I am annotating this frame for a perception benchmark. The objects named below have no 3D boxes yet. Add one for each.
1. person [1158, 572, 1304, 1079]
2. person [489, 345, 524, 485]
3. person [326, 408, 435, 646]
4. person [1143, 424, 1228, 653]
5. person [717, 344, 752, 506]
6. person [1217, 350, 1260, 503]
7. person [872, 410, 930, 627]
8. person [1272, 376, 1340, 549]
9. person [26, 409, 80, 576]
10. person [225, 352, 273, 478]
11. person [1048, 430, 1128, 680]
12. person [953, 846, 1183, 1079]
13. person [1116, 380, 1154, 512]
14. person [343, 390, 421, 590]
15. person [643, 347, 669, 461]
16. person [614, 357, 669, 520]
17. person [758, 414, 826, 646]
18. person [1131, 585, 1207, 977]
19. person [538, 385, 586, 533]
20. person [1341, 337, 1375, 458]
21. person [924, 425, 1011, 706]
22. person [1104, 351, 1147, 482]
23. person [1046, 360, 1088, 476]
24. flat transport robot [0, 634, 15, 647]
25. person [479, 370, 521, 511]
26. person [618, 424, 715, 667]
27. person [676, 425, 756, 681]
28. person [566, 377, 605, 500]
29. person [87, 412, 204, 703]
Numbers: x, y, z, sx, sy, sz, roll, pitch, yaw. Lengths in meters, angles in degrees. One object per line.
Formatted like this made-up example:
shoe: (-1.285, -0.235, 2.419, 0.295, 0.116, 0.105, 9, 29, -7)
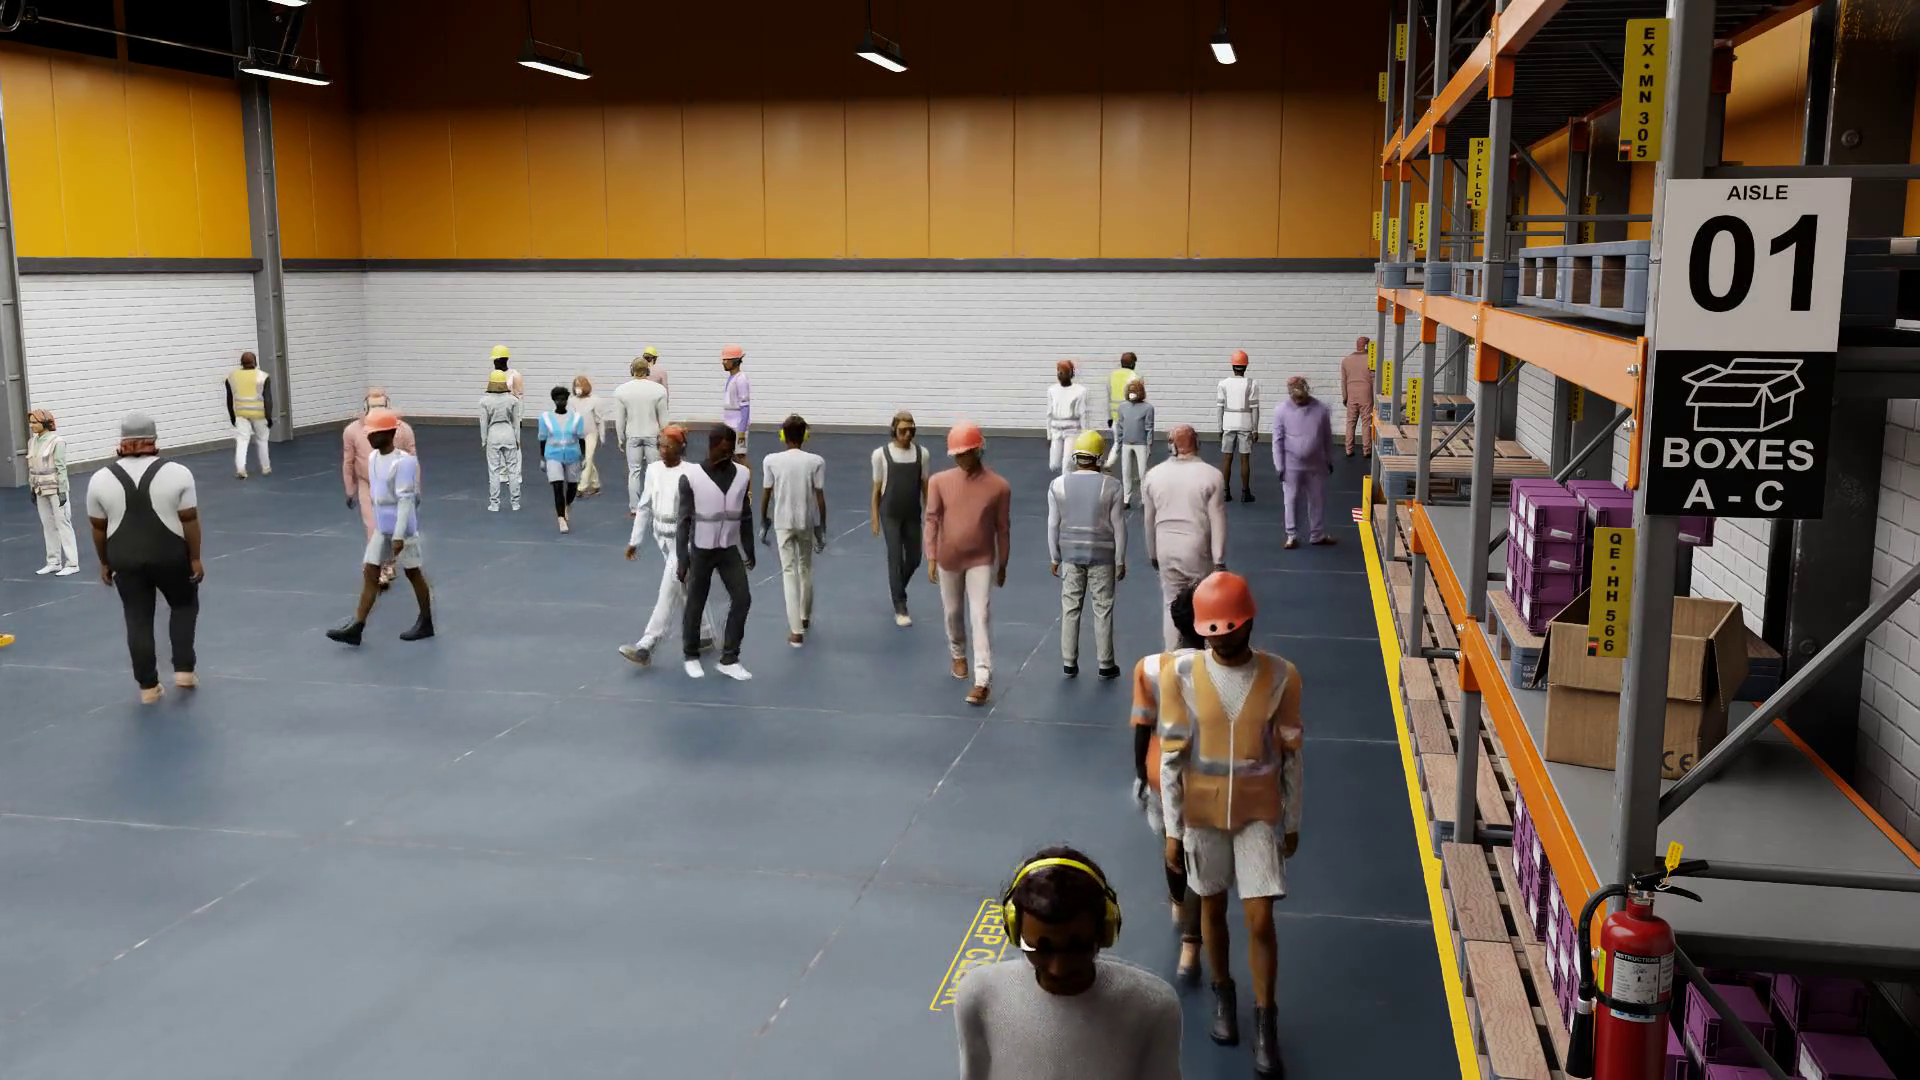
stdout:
person: (1.018, 1.057, 6.272, 0.557, 1.893, 0.753, 1, 10, 7)
person: (-6.261, -1.710, 22.858, 0.595, 1.925, 0.372, 5, 11, 28)
person: (-4.586, -0.085, 13.161, 0.574, 1.891, 0.949, 7, 12, 36)
person: (1.698, 0.092, 12.169, 0.684, 1.868, 0.621, 6, 11, 32)
person: (-2.821, -1.425, 20.791, 0.383, 2.041, 0.616, -4, 10, -22)
person: (3.552, -1.445, 21.213, 0.548, 1.942, 0.343, 4, 10, 24)
person: (-0.516, -0.212, 14.168, 0.514, 1.824, 0.705, -3, 10, -19)
person: (3.733, -0.818, 17.700, 0.842, 1.862, 0.402, -2, 10, -11)
person: (-8.879, -0.462, 16.238, 0.519, 1.633, 0.312, 5, 11, 27)
person: (-10.142, -1.789, 23.748, 0.638, 1.799, 0.980, -1, 10, -8)
person: (0.940, 0.112, 12.159, 0.588, 1.835, 0.403, 3, 10, 18)
person: (0.256, 1.531, 3.599, 0.555, 1.839, 0.573, 0, 9, -1)
person: (2.145, -1.151, 20.412, 0.497, 1.626, 0.287, 6, 11, 31)
person: (-5.436, -0.484, 15.685, 0.669, 1.851, 0.989, -4, 10, -25)
person: (-4.762, -2.103, 25.732, 0.522, 1.761, 0.327, -1, 9, -5)
person: (-3.766, -1.196, 19.743, 0.628, 1.935, 0.373, -1, 9, -7)
person: (-1.368, -0.104, 13.487, 0.516, 1.830, 0.931, -2, 10, -15)
person: (1.014, 1.022, 7.250, 0.540, 1.647, 0.901, 2, 10, 14)
person: (-4.544, -0.943, 19.008, 0.537, 1.670, 0.730, -4, 10, -21)
person: (6.307, -2.239, 26.127, 0.639, 1.902, 0.407, 7, 12, 38)
person: (0.056, 0.131, 11.809, 0.592, 1.911, 1.081, 1, 10, 7)
person: (2.316, -1.703, 23.131, 0.639, 1.833, 0.456, 9, 13, 44)
person: (1.343, -1.302, 20.600, 0.581, 1.869, 0.650, 7, 11, 35)
flat transport robot: (-7.992, 0.822, 12.584, 0.652, 0.197, 1.431, 3, 10, 15)
person: (-5.661, -1.225, 20.491, 0.487, 1.744, 0.297, -4, 10, -23)
person: (-2.224, 0.037, 12.624, 0.603, 1.815, 1.018, 8, 13, 41)
person: (-1.764, 0.095, 12.135, 0.737, 1.869, 0.756, -8, 12, -40)
person: (-4.885, -1.325, 21.578, 0.515, 1.581, 0.885, 3, 10, 18)
person: (-5.644, 0.102, 11.602, 0.715, 2.000, 0.599, -2, 10, -13)
